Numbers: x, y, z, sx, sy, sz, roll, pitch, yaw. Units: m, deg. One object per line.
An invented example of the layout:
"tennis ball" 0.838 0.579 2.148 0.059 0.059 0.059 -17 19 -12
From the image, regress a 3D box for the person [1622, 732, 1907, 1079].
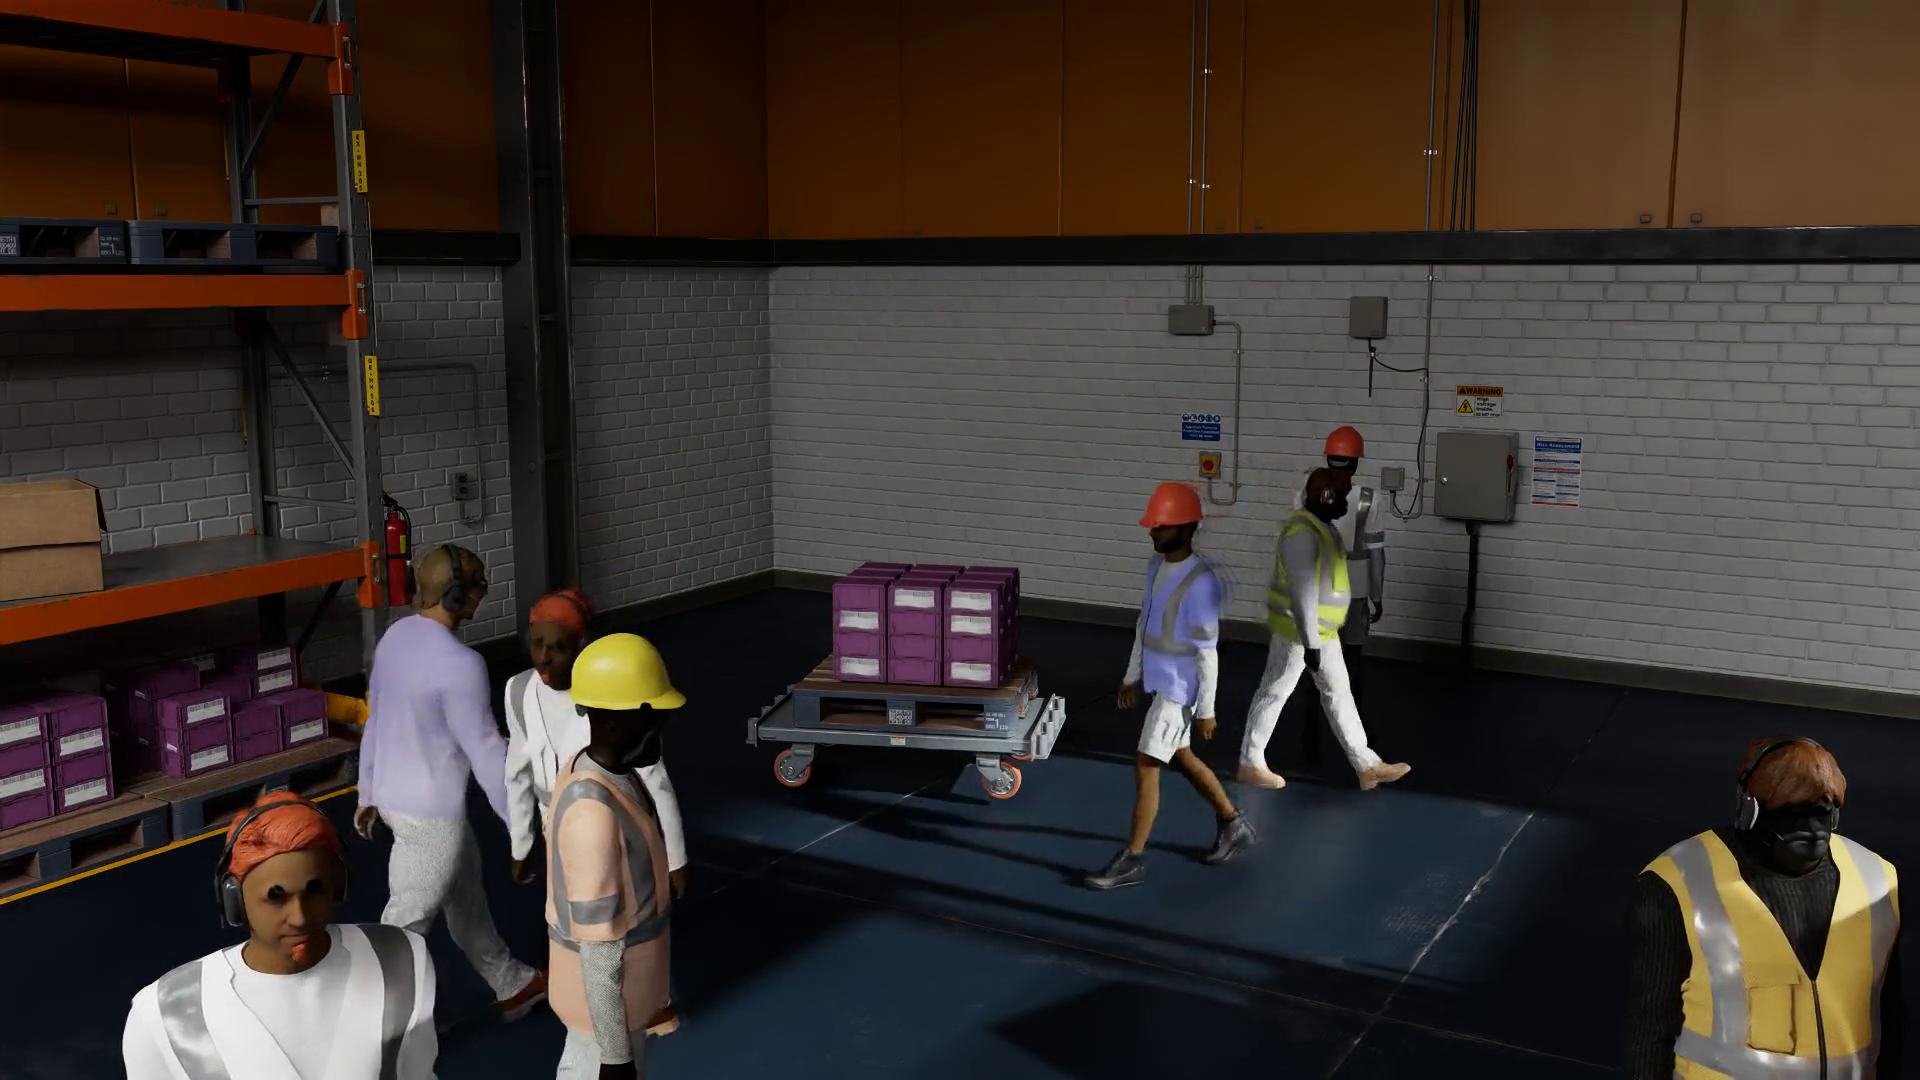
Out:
"person" 1.821 1.329 3.776 0.629 1.837 0.429 0 9 -3

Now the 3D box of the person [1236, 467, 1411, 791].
"person" 1.984 0.504 9.072 0.975 1.777 0.664 5 10 29

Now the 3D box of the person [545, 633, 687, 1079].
"person" -0.886 1.186 4.369 0.374 1.925 0.595 -2 9 -10

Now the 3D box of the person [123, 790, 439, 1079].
"person" -1.256 1.396 3.191 0.585 1.883 0.340 -7 12 -38

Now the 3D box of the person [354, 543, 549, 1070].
"person" -1.801 0.951 5.964 0.992 1.885 0.675 -7 12 -38

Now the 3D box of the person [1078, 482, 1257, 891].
"person" 1.015 0.661 7.742 0.933 1.904 0.556 -2 9 -13

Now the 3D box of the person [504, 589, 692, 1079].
"person" -1.269 1.043 5.654 0.651 1.812 1.063 5 10 28

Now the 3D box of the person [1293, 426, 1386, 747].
"person" 2.261 0.285 9.960 0.553 1.935 0.364 3 10 21
